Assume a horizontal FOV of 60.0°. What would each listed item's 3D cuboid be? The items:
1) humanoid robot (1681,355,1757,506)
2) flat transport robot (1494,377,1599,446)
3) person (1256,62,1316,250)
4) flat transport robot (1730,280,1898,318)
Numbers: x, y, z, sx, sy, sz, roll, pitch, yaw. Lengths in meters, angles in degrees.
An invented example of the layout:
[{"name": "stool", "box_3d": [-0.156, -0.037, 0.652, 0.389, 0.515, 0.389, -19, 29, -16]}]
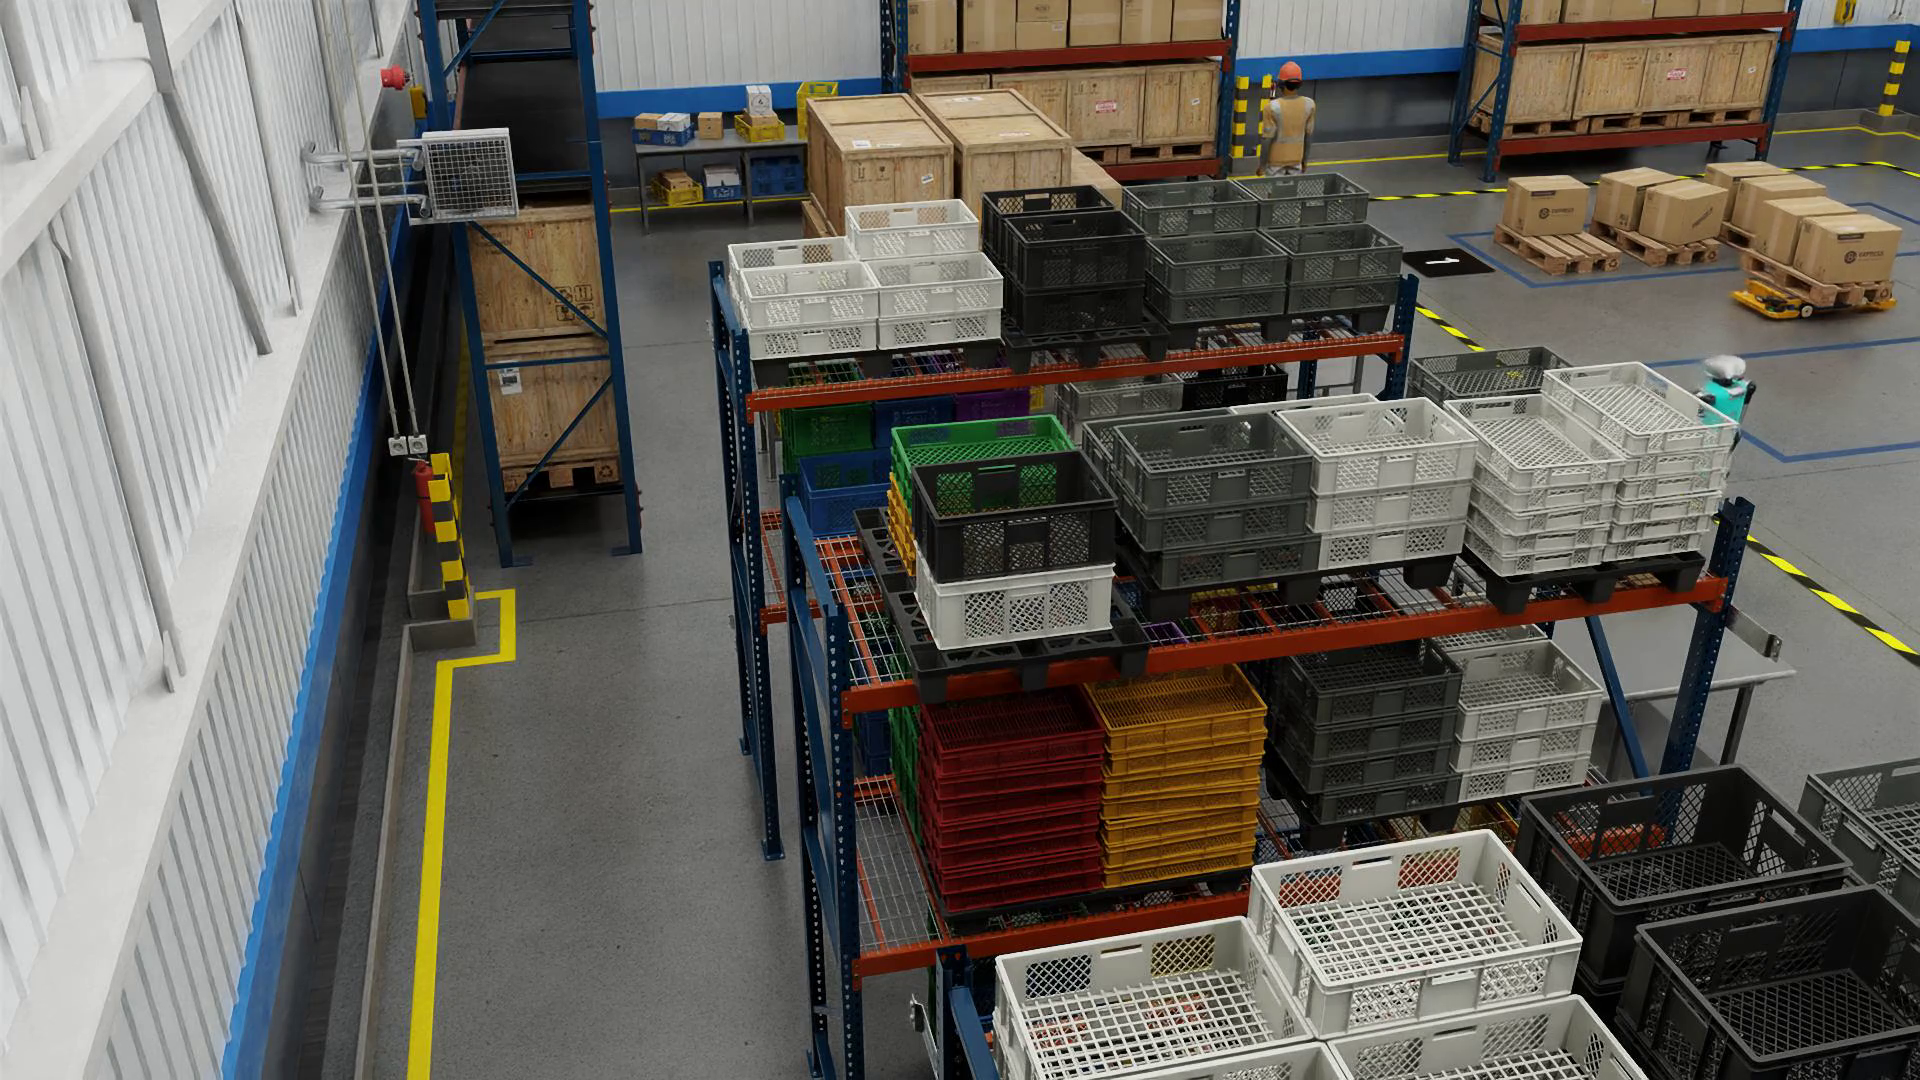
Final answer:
[{"name": "humanoid robot", "box_3d": [4.919, -0.512, 11.500, 0.537, 1.777, 1.035, -15, 31, -26]}, {"name": "flat transport robot", "box_3d": [4.780, -1.036, 14.013, 0.659, 0.231, 1.431, -6, 28, -12]}, {"name": "person", "box_3d": [3.489, -4.118, 17.959, 0.604, 2.044, 0.374, -8, 29, -15]}, {"name": "flat transport robot", "box_3d": [8.591, -2.478, 16.719, 1.431, 0.197, 0.652, -6, 28, -12]}]
